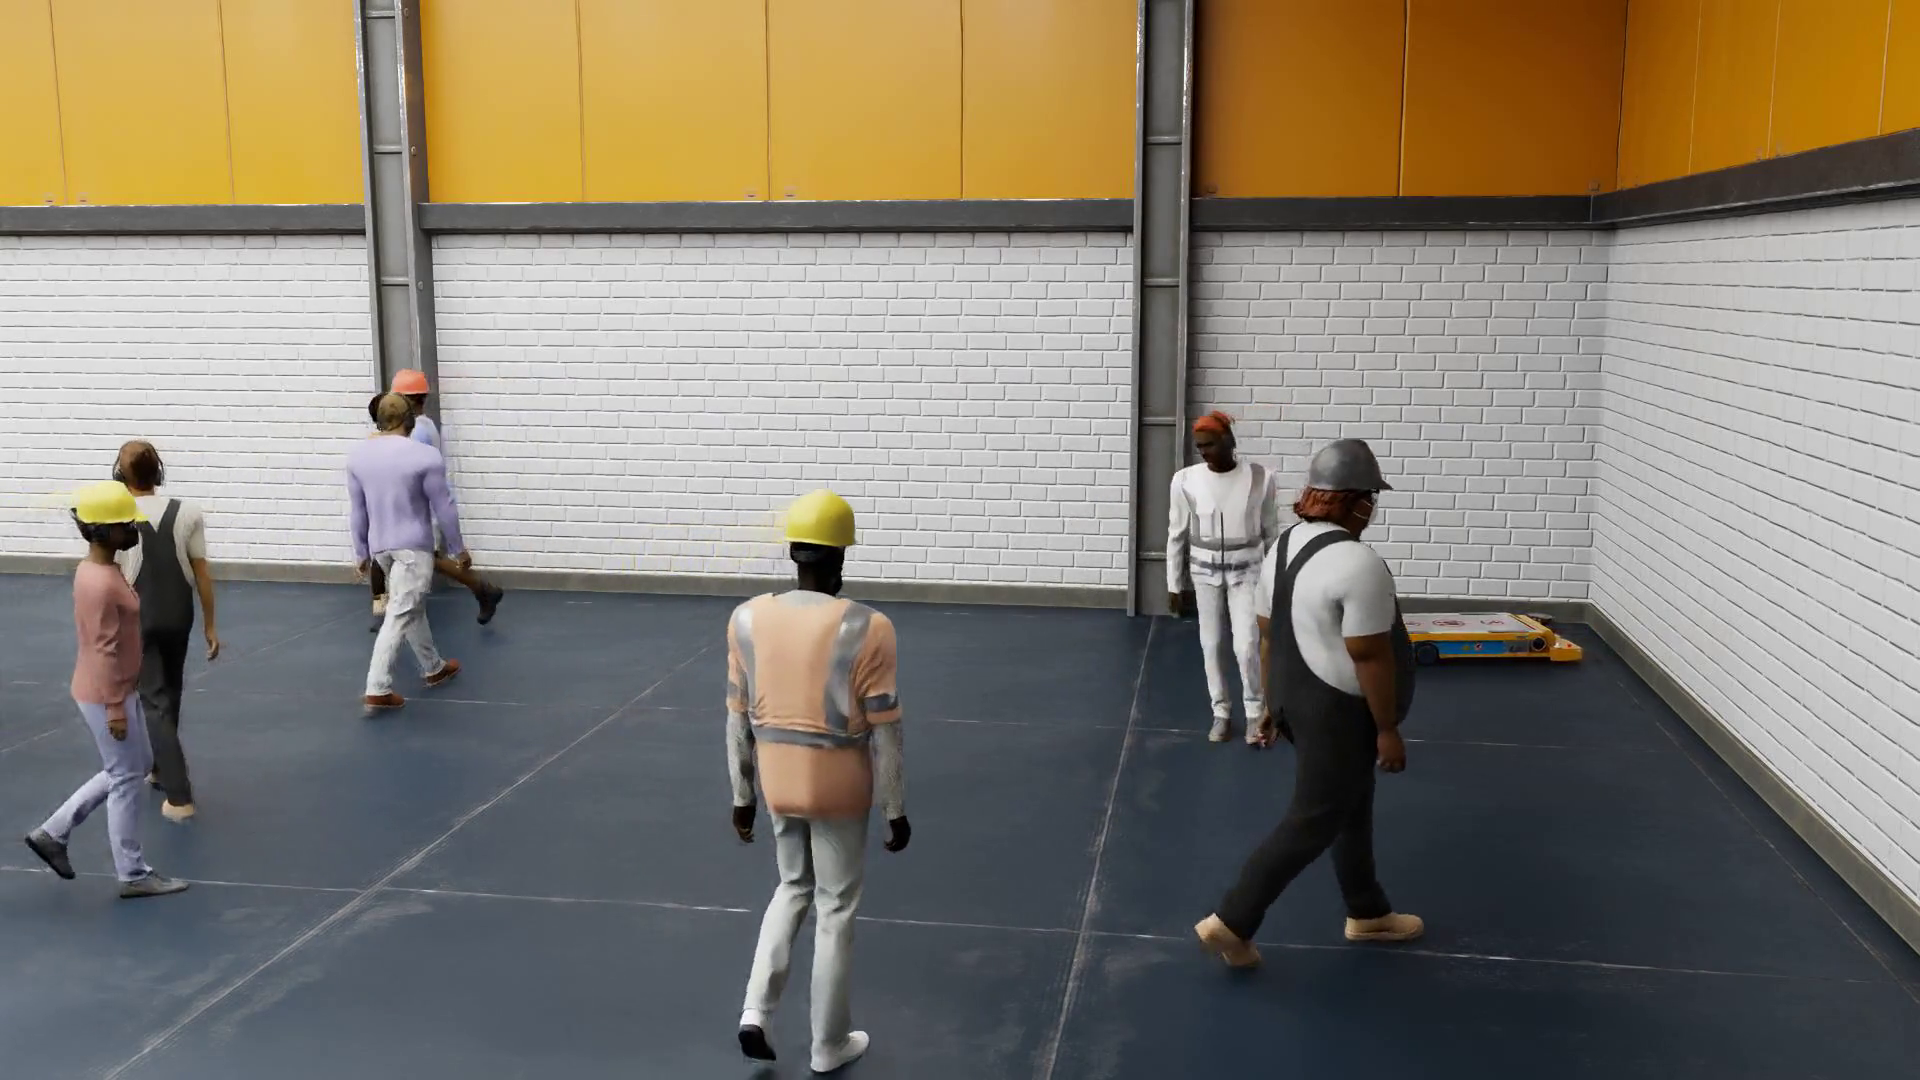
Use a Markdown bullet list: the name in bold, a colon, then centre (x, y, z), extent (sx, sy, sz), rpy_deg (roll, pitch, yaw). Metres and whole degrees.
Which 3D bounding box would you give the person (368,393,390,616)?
- **person**: centre (-4.362, -0.272, 12.617), extent (0.321, 1.690, 0.532), rpy_deg (-3, 10, -18)

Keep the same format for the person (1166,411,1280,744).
- **person**: centre (1.439, 0.209, 9.115), extent (0.597, 1.854, 0.498), rpy_deg (3, 10, 15)

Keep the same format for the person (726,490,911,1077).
- **person**: centre (-0.463, 0.798, 5.331), extent (0.602, 1.915, 0.467), rpy_deg (5, 10, 26)

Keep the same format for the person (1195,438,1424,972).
- **person**: centre (1.326, 0.591, 6.205), extent (0.971, 2.000, 0.682), rpy_deg (-2, 9, -12)

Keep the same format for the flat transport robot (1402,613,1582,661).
- **flat transport robot**: centre (3.382, 0.653, 11.257), extent (1.431, 0.197, 0.652), rpy_deg (0, 9, -2)

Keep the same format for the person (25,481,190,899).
- **person**: centre (-3.545, 0.633, 6.824), extent (0.511, 1.757, 0.524), rpy_deg (-4, 10, -24)

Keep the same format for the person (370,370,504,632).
- **person**: centre (-3.808, -0.274, 11.982), extent (0.869, 1.911, 0.549), rpy_deg (-4, 10, -21)

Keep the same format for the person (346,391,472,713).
- **person**: centre (-3.336, 0.057, 10.002), extent (0.644, 1.892, 1.019), rpy_deg (4, 10, 21)

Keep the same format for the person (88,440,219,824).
- **person**: centre (-3.927, 0.417, 8.016), extent (0.538, 1.794, 0.947), rpy_deg (-9, 13, -44)
